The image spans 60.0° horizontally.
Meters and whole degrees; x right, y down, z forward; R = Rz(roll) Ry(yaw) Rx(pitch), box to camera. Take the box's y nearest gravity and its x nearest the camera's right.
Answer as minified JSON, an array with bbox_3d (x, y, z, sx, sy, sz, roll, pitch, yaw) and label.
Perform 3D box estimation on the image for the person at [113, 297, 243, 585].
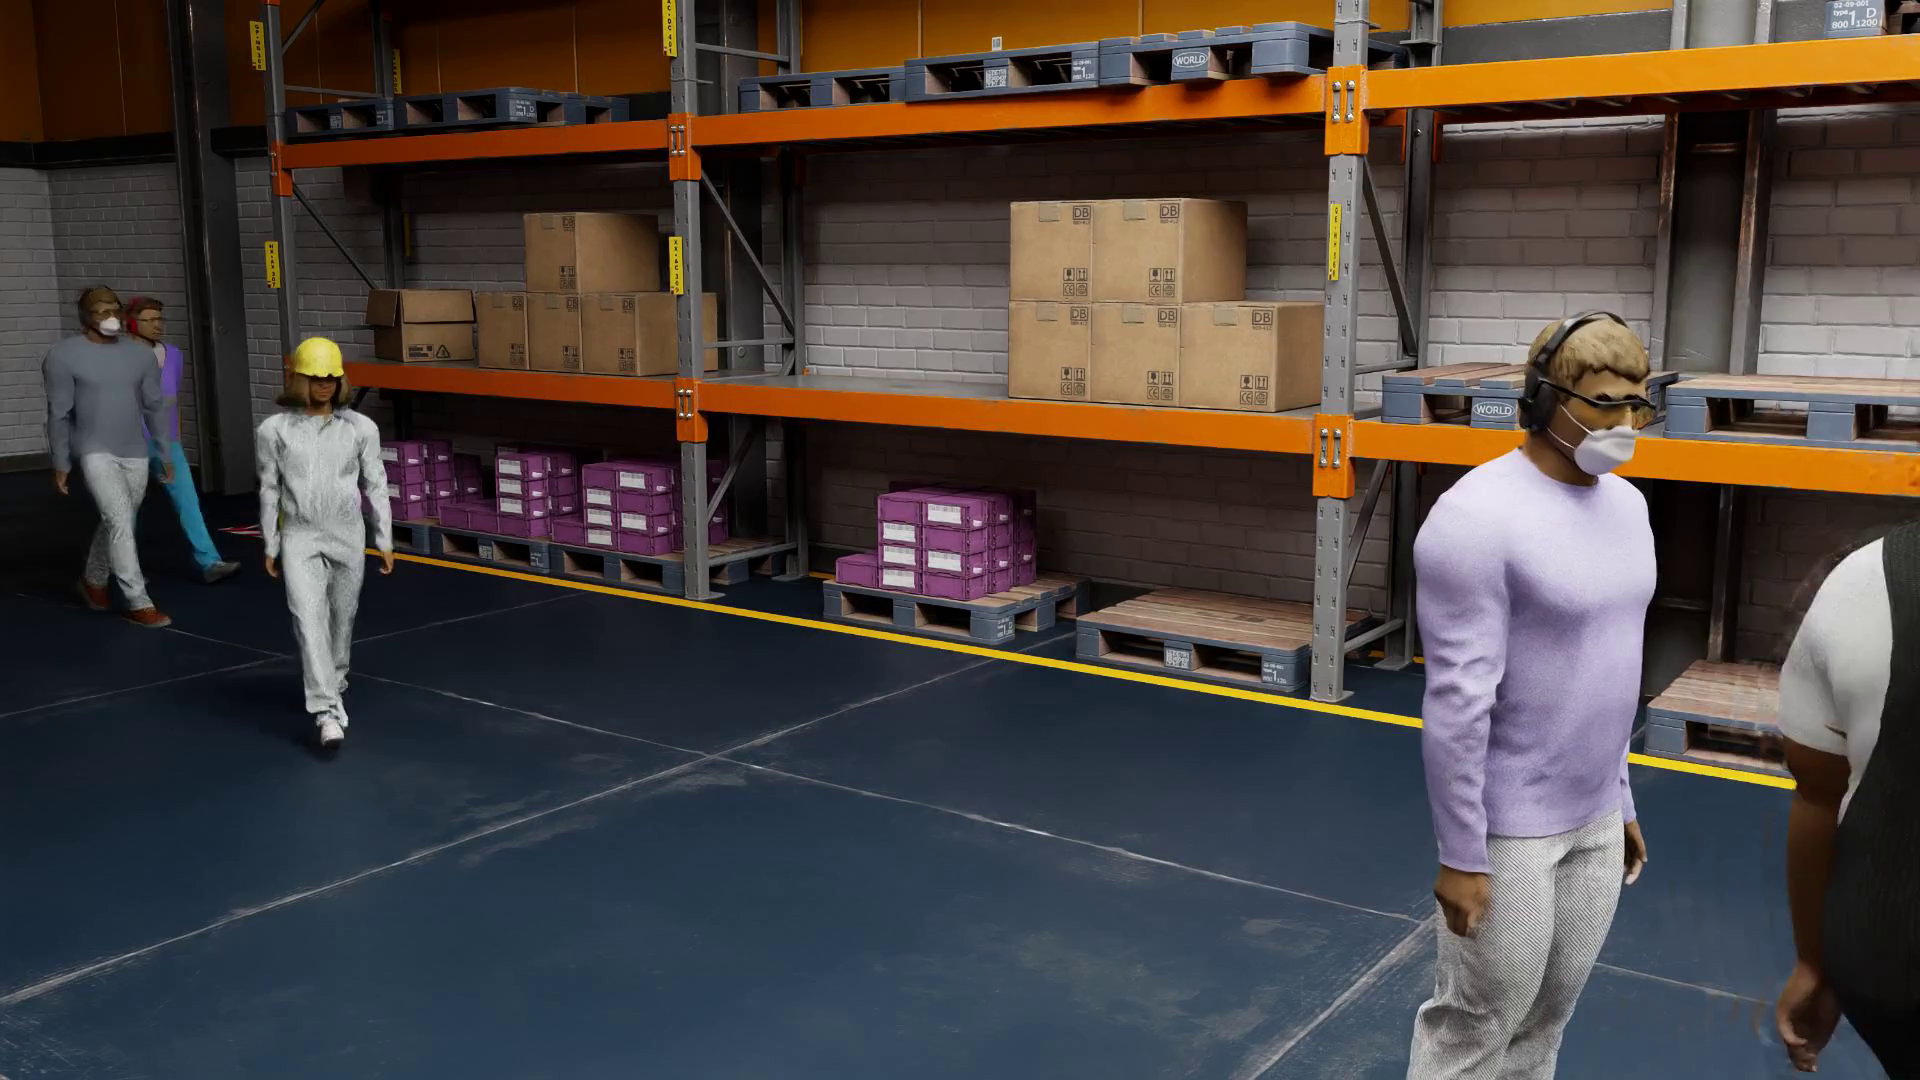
[{"bbox_3d":[-4.935,-0.586,10.247,0.955,1.793,0.609,4,10,24],"label":"person"}]

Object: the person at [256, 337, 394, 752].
[{"bbox_3d":[-2.618,0.016,6.925,0.501,1.692,0.918,-6,11,-30],"label":"person"}]

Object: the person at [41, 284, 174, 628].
[{"bbox_3d":[-4.806,-0.485,9.362,0.990,1.903,0.642,6,11,32],"label":"person"}]

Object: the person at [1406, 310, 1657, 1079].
[{"bbox_3d":[1.098,0.537,3.162,0.627,1.934,0.370,-8,12,-39],"label":"person"}]
